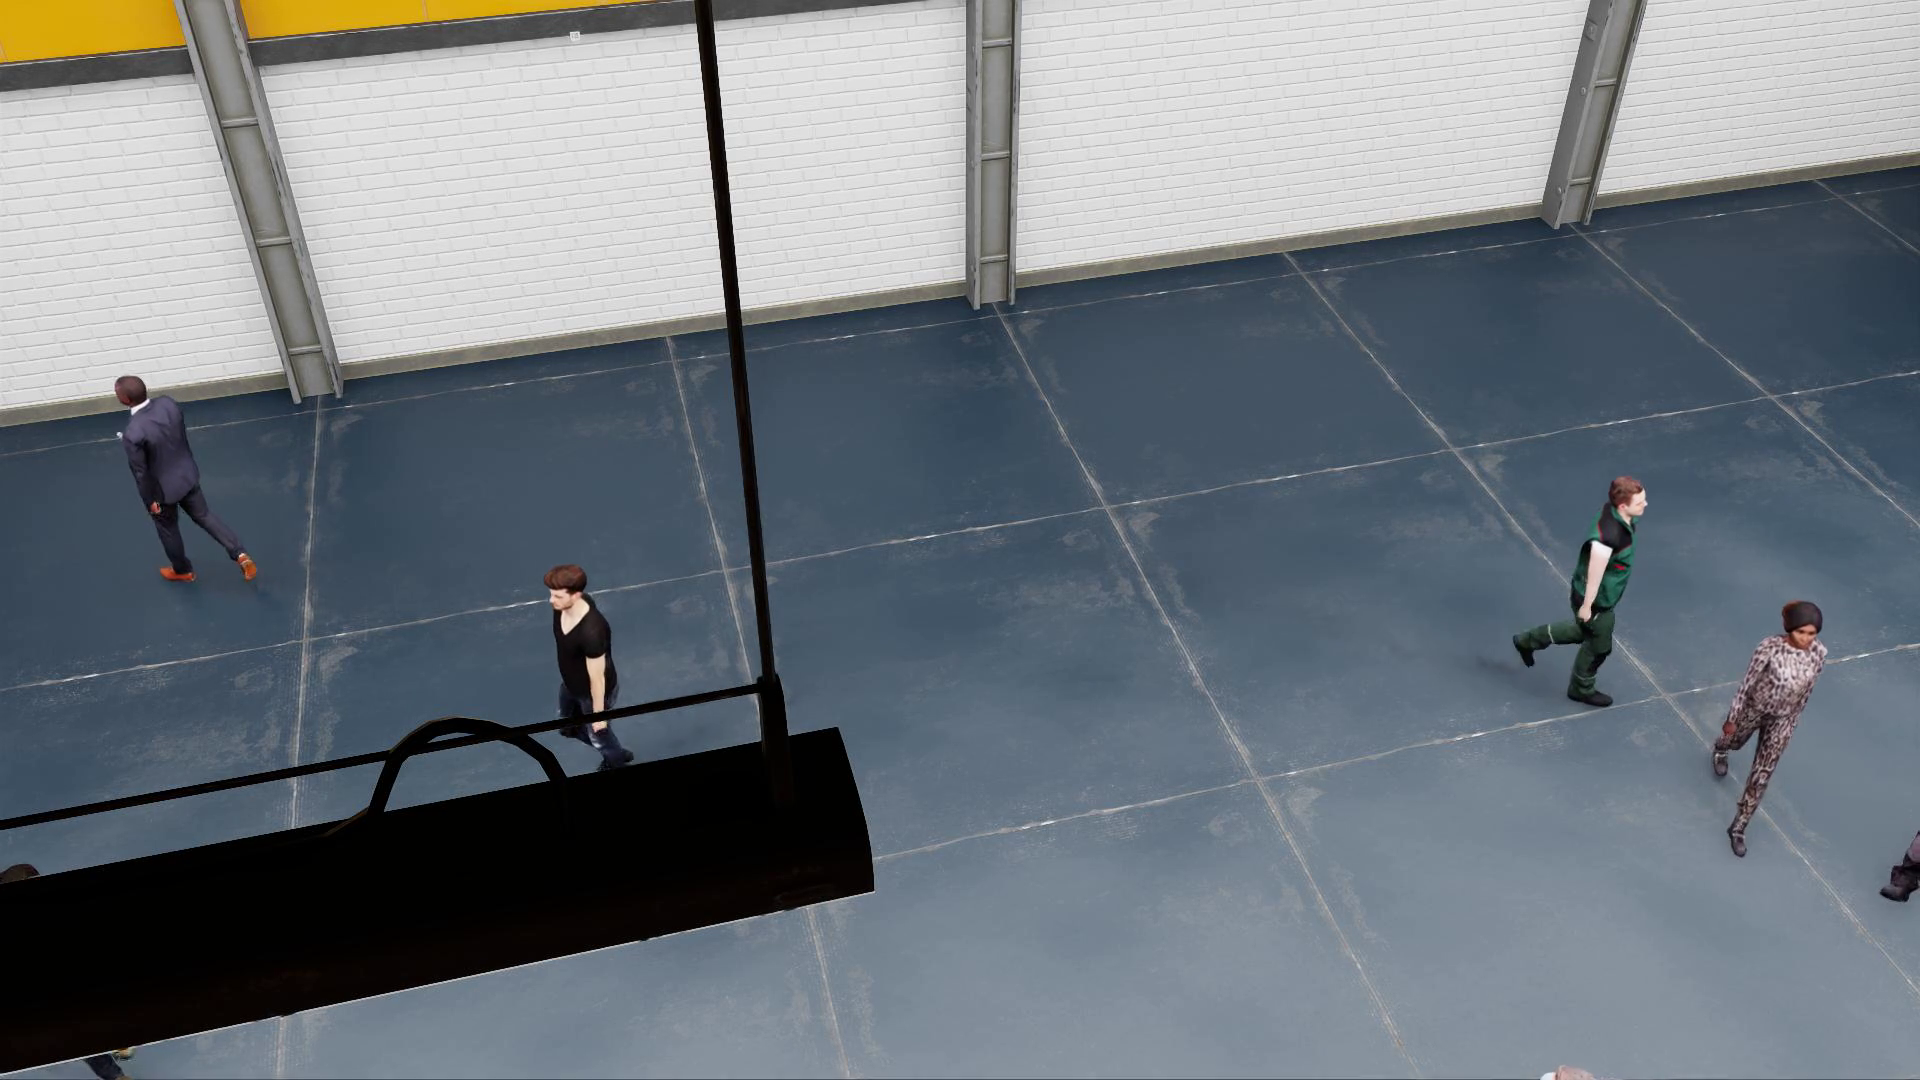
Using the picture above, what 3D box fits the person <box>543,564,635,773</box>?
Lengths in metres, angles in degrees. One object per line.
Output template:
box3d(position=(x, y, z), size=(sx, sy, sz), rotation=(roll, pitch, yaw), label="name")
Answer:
box3d(position=(-2.178, 0.849, 10.116), size=(0.811, 1.884, 0.806), rotation=(-25, 45, -28), label="person")

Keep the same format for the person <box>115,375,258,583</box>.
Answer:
box3d(position=(-5.504, -0.391, 11.734), size=(1.162, 1.803, 1.060), rotation=(15, 41, 18), label="person")

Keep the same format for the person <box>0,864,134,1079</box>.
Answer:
box3d(position=(-4.587, 2.245, 8.464), size=(0.869, 1.765, 0.809), rotation=(18, 42, 21), label="person")

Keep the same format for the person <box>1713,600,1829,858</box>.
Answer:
box3d(position=(4.855, 1.013, 10.079), size=(1.164, 1.673, 1.019), rotation=(8, 39, 10), label="person")

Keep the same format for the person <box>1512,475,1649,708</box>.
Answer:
box3d(position=(4.079, 0.315, 10.831), size=(1.072, 1.826, 0.986), rotation=(17, 42, 20), label="person")
